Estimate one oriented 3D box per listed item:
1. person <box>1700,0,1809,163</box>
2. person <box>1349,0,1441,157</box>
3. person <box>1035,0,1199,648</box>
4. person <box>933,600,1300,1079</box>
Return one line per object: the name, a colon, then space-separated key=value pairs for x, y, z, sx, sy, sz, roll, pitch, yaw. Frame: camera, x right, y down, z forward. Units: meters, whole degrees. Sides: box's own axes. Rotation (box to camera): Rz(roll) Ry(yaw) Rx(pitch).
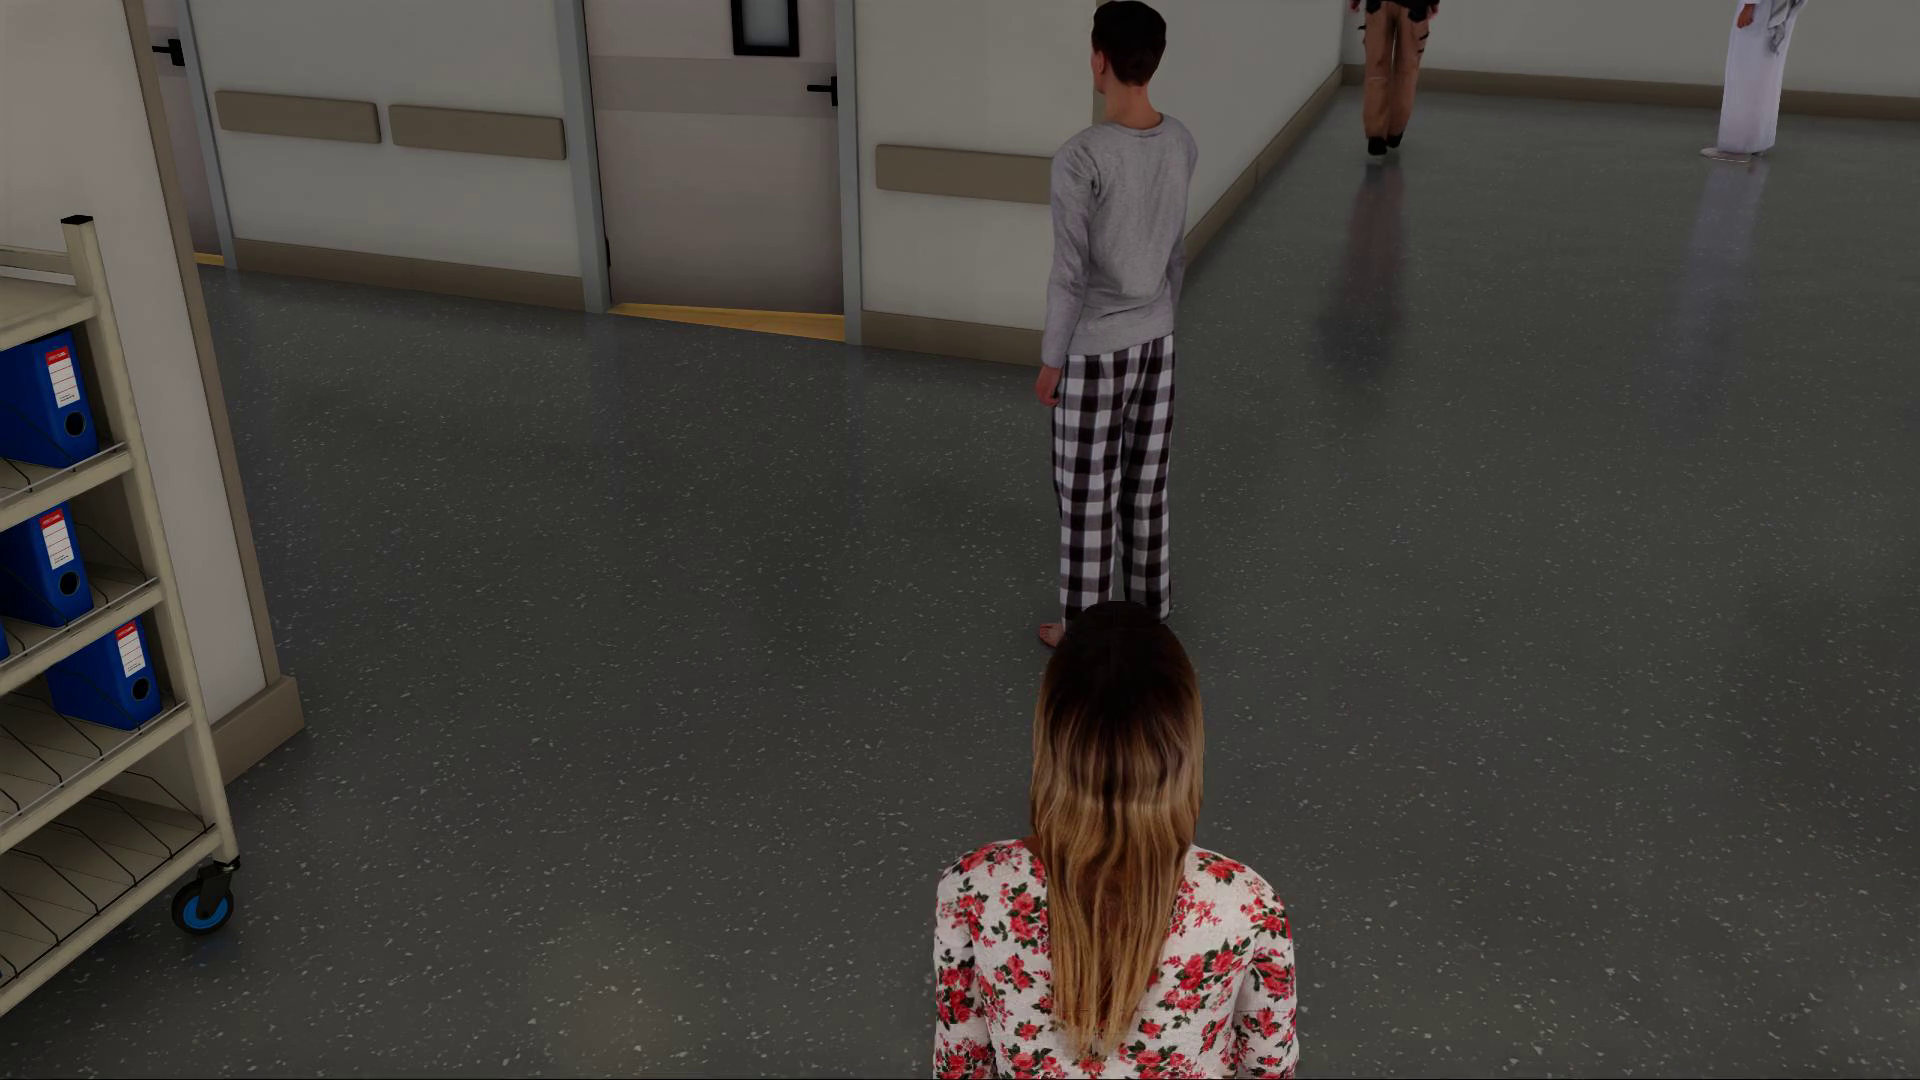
person: x=5.055 y=-3.355 z=10.365 sx=0.747 sy=1.927 sz=0.850 roll=-21 pitch=33 yaw=-36
person: x=2.705 y=-3.326 z=10.337 sx=0.803 sy=1.899 sz=1.094 roll=5 pitch=26 yaw=11
person: x=0.435 y=-0.539 z=4.617 sx=0.662 sy=1.847 sz=0.767 roll=-18 pitch=31 yaw=-32
person: x=0.169 y=0.883 z=1.970 sx=0.627 sy=1.586 sz=1.101 roll=7 pitch=27 yaw=14
